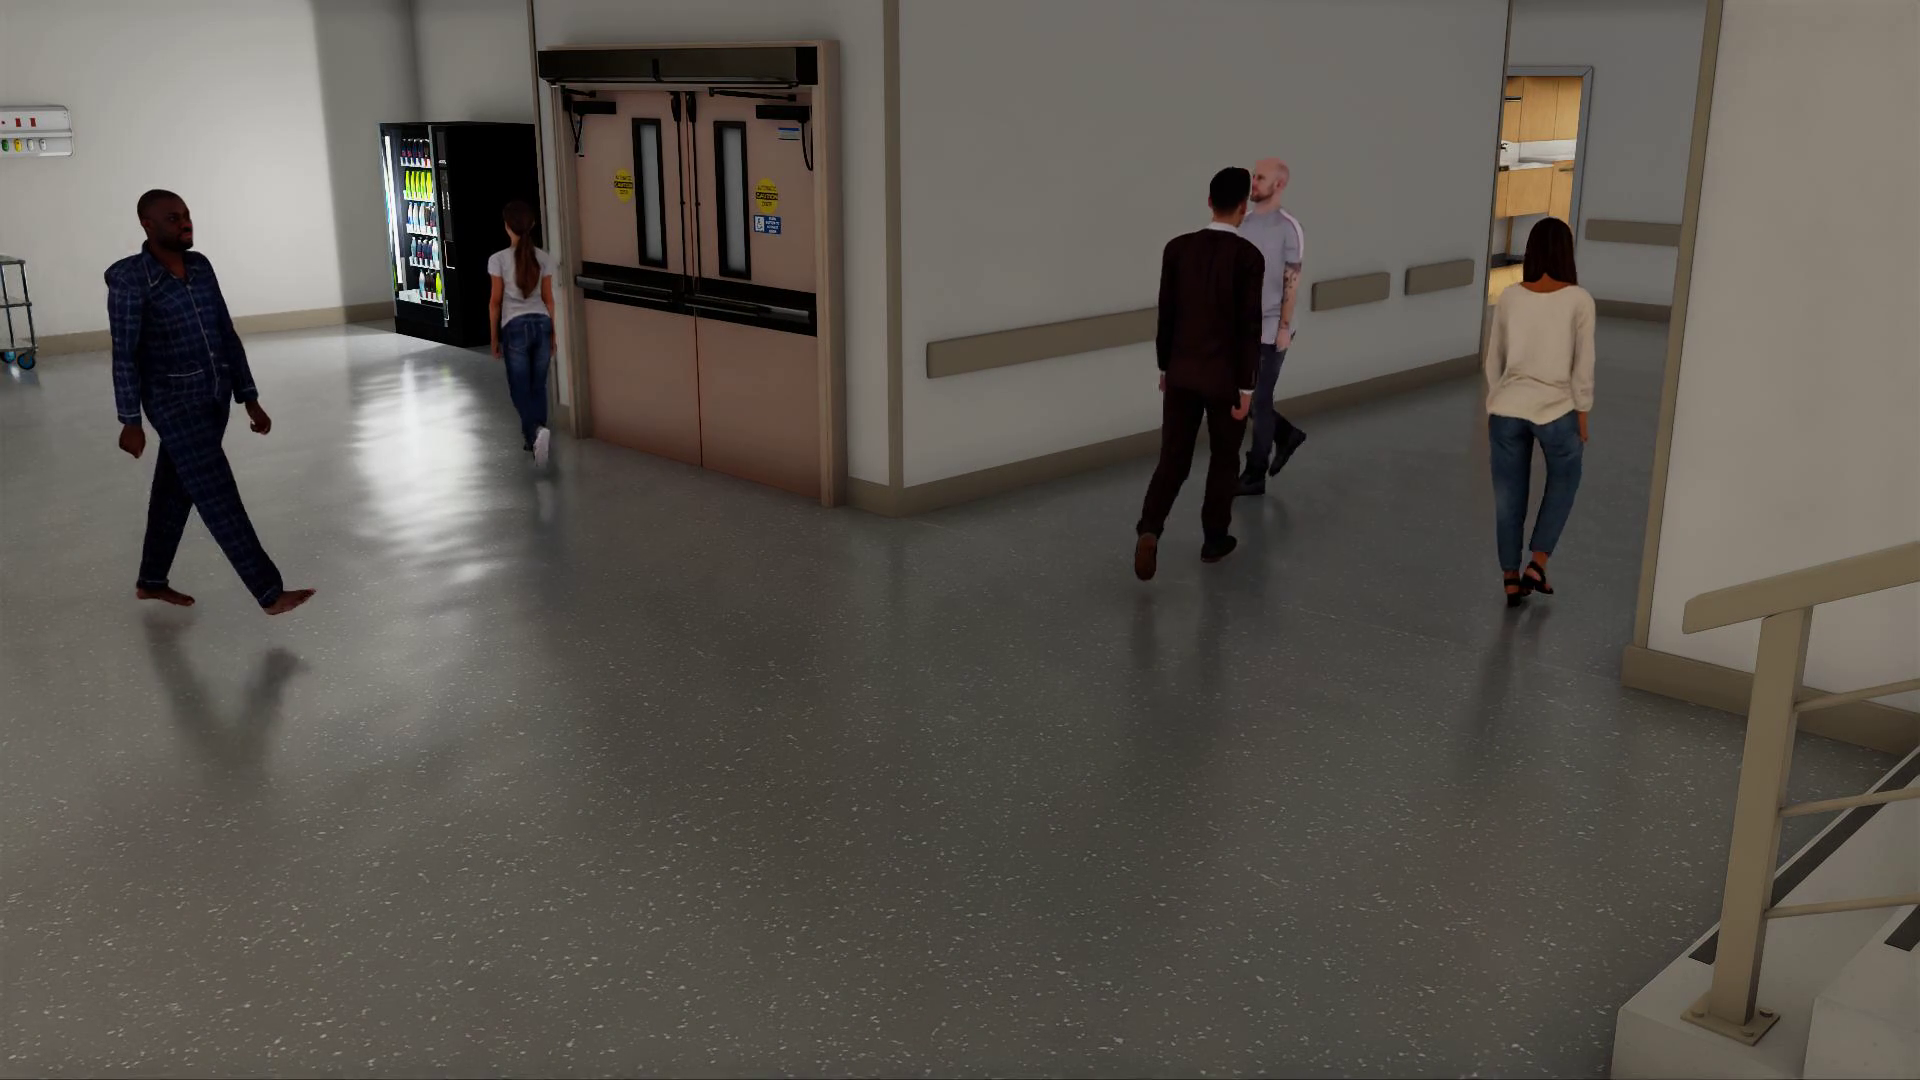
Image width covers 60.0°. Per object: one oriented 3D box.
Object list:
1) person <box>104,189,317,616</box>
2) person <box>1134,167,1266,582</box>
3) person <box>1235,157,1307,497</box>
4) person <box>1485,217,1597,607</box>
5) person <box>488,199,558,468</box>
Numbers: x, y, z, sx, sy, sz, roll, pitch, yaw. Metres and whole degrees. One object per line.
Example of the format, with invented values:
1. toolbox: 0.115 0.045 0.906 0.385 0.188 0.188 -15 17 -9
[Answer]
1. person: -3.291 -0.523 6.928 1.280 1.768 1.056 4 16 14
2. person: 1.081 -0.710 7.475 1.168 1.833 0.974 8 18 27
3. person: 1.713 -1.157 9.077 0.902 1.824 0.915 -7 17 -24
4. person: 2.423 -0.515 7.073 0.592 1.675 0.734 11 19 35
5. person: -2.512 -1.185 9.701 0.722 1.539 1.031 -8 18 -27
